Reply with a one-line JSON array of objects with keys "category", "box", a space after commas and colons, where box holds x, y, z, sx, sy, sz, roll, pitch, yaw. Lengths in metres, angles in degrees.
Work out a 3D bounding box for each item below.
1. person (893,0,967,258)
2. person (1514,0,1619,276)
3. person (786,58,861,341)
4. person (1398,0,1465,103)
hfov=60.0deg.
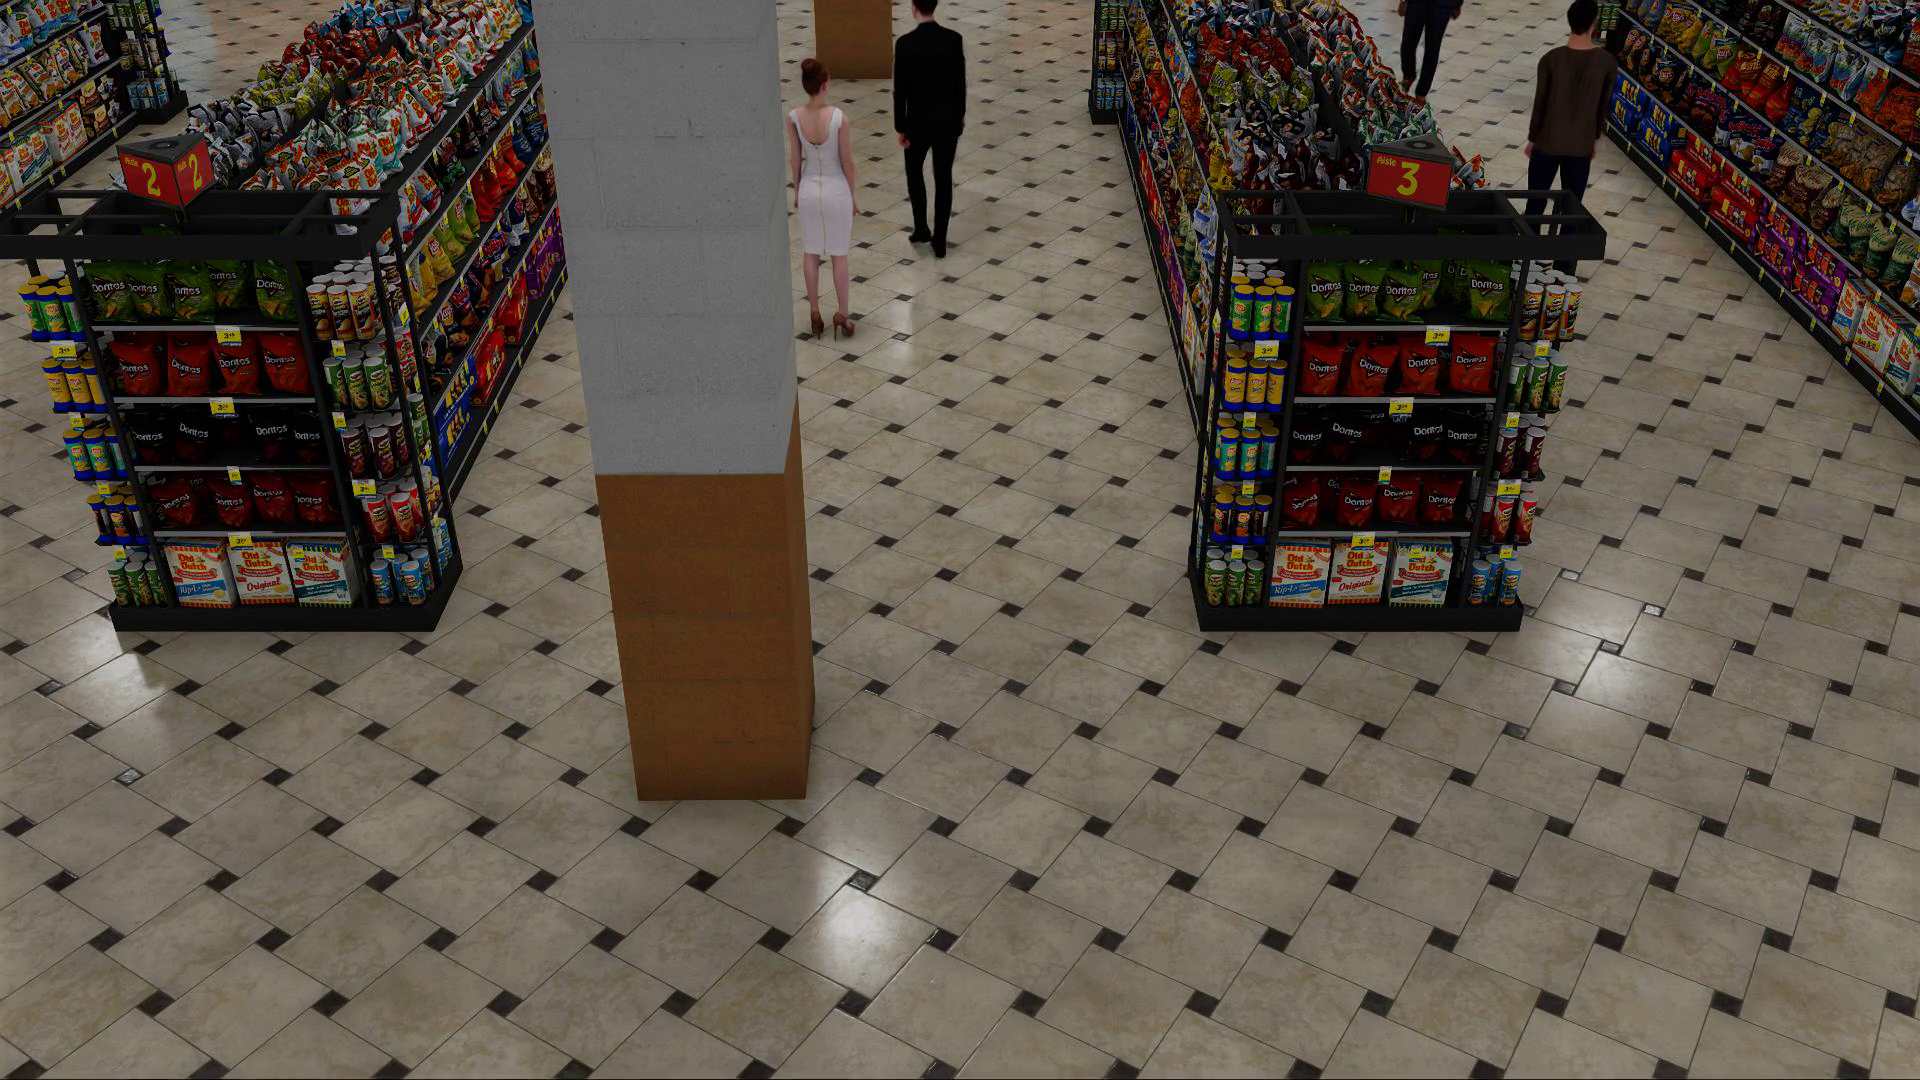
[{"category": "person", "box": [-0.173, -2.832, 11.410, 0.769, 1.865, 0.722, -6, 32, -10]}, {"category": "person", "box": [4.022, -2.641, 11.082, 0.692, 1.886, 0.638, 6, 32, 9]}, {"category": "person", "box": [-0.853, -2.093, 10.293, 0.622, 1.791, 0.581, 9, 33, 15]}, {"category": "person", "box": [4.080, -4.691, 14.447, 0.799, 1.813, 0.799, 9, 33, 14]}]
